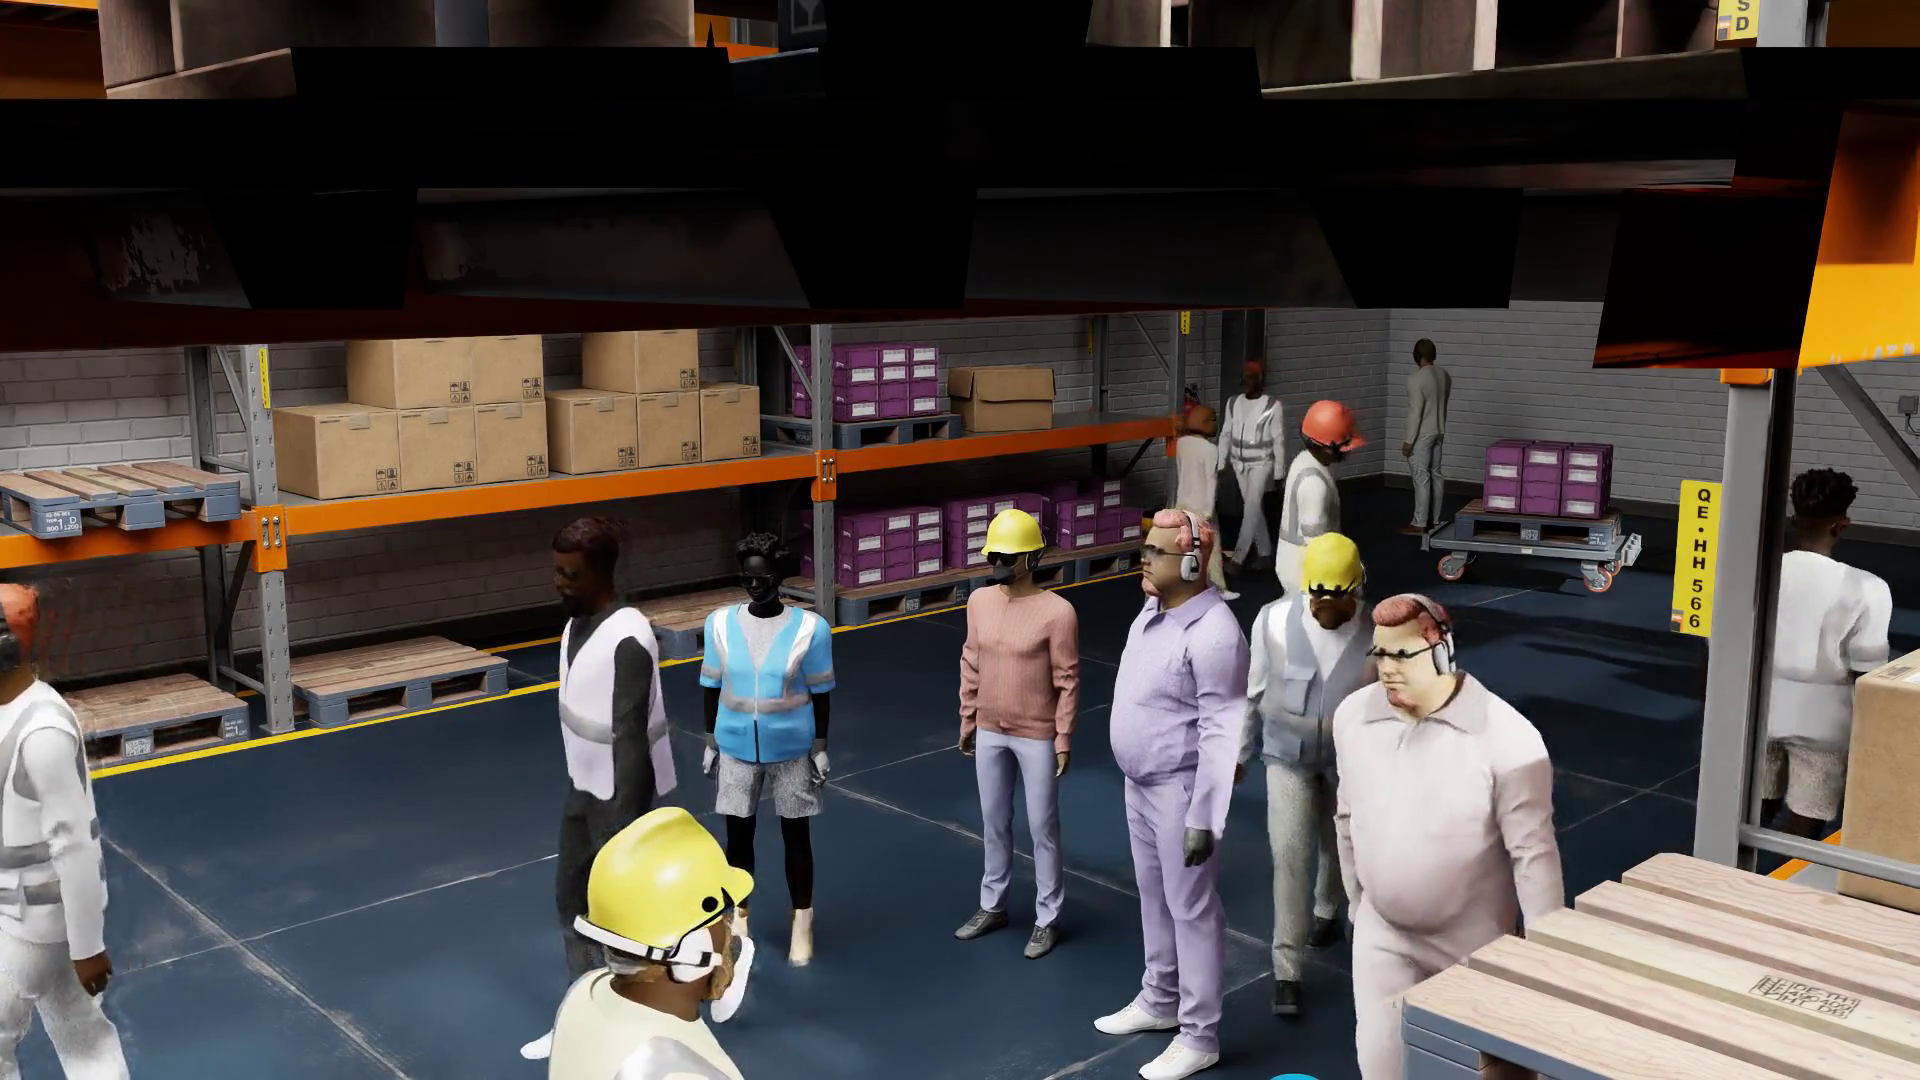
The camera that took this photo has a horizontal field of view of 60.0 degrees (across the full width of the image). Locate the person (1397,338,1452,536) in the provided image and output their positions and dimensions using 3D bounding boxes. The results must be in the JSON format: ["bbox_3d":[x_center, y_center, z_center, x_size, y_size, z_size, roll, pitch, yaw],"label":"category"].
[{"bbox_3d":[4.561,-1.007,16.346,0.627,1.936,0.376,-9,13,-41],"label":"person"}]

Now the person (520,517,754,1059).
[{"bbox_3d":[-1.120,0.839,5.665,0.714,1.892,0.599,-6,11,-31],"label":"person"}]

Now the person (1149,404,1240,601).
[{"bbox_3d":[1.833,-0.275,13.051,0.836,1.594,0.515,-7,12,-35],"label":"person"}]

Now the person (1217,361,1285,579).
[{"bbox_3d":[2.463,-0.609,14.281,0.988,1.833,0.573,-9,13,-42],"label":"person"}]

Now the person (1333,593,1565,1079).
[{"bbox_3d":[1.363,1.044,4.615,0.723,1.855,0.985,9,13,42],"label":"person"}]

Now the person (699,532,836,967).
[{"bbox_3d":[-0.746,0.806,6.423,0.533,1.697,0.319,1,10,6],"label":"person"}]

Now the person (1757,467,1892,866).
[{"bbox_3d":[3.193,0.693,6.335,0.410,1.953,0.603,-8,12,-38],"label":"person"}]

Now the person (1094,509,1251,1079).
[{"bbox_3d":[0.701,0.841,5.595,0.408,1.913,0.642,-3,10,-17],"label":"person"}]

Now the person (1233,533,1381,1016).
[{"bbox_3d":[1.329,0.811,6.251,0.657,1.750,0.970,2,10,13],"label":"person"}]

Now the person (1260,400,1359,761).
[{"bbox_3d":[1.869,0.232,8.956,0.438,1.990,0.734,1,10,6],"label":"person"}]

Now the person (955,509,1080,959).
[{"bbox_3d":[0.215,0.754,6.532,0.533,1.768,0.310,7,12,35],"label":"person"}]

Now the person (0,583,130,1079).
[{"bbox_3d":[-2.648,1.044,4.538,0.764,1.857,0.599,-6,12,-33],"label":"person"}]

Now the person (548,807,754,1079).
[{"bbox_3d":[-0.475,1.347,2.846,0.404,1.836,0.600,-5,11,-28],"label":"person"}]
